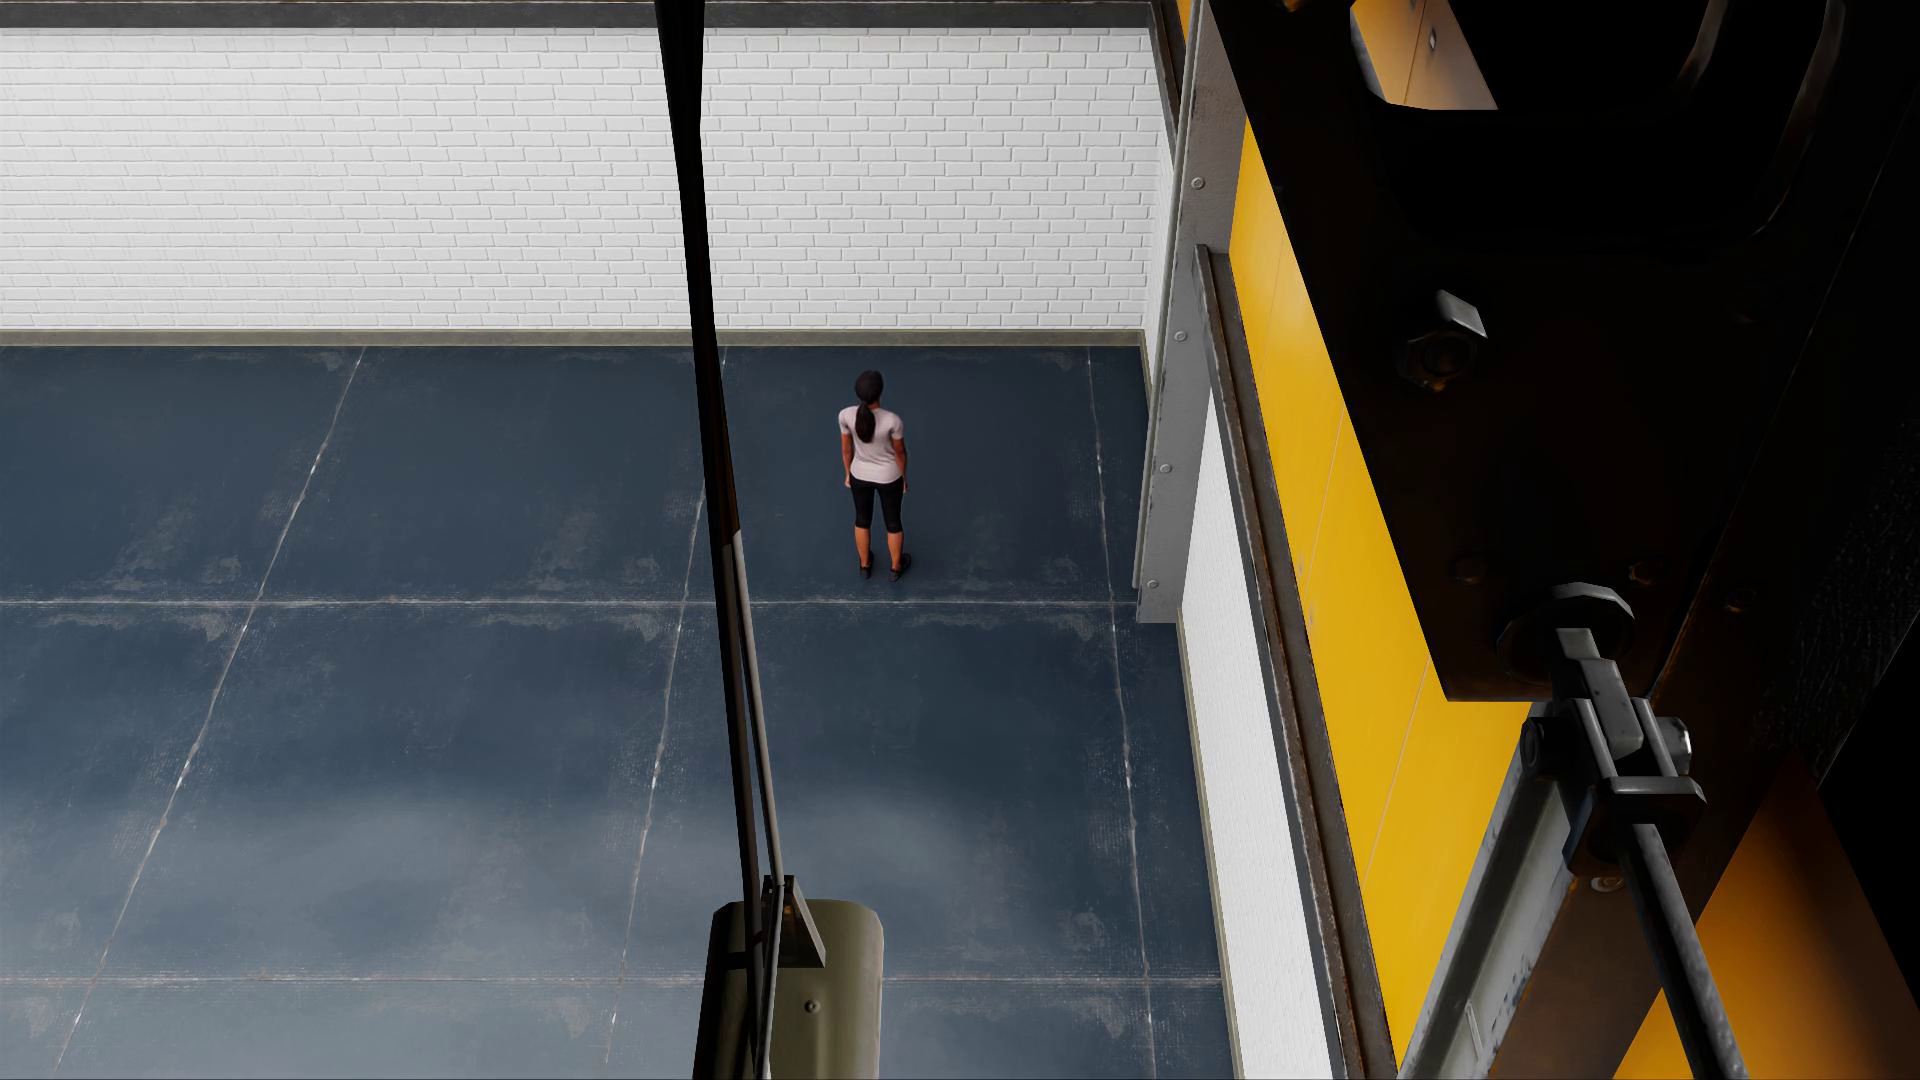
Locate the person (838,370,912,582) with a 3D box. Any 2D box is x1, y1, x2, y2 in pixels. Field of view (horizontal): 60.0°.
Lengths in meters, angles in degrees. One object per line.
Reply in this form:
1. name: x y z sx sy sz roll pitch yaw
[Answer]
1. person: -0.578 -0.424 11.292 0.640 1.747 0.593 8 44 8
